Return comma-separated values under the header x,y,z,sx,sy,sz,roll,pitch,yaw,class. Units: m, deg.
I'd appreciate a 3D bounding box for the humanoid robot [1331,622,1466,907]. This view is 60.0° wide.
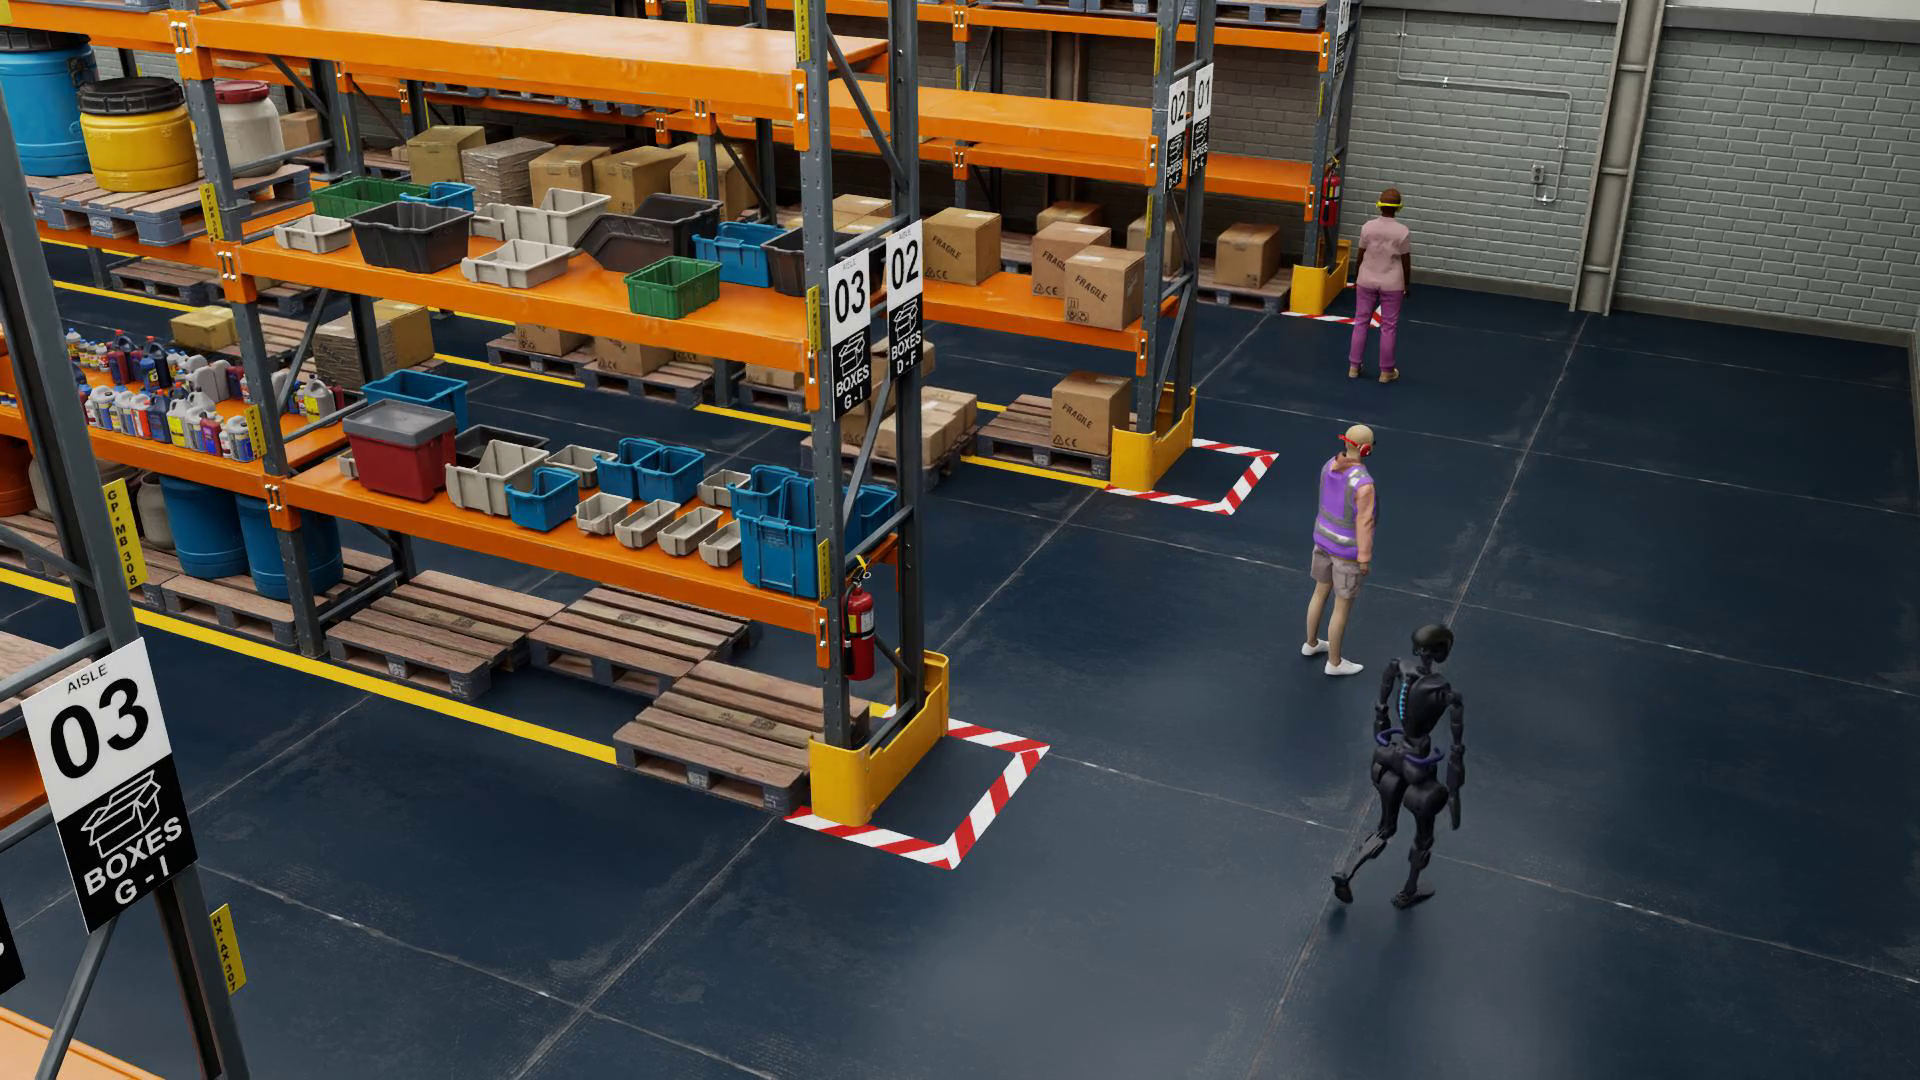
x,y,z,sx,sy,sz,roll,pitch,yaw,class
2.228,1.172,8.352,0.570,1.631,0.611,-16,30,-29,humanoid robot

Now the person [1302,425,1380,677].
x,y,z,sx,sy,sz,roll,pitch,yaw,class
2.430,0.059,10.585,0.345,1.688,0.489,-11,28,-21,person

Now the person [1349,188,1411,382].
x,y,z,sx,sy,sz,roll,pitch,yaw,class
3.883,-2.348,15.329,0.535,1.802,0.328,14,30,26,person
